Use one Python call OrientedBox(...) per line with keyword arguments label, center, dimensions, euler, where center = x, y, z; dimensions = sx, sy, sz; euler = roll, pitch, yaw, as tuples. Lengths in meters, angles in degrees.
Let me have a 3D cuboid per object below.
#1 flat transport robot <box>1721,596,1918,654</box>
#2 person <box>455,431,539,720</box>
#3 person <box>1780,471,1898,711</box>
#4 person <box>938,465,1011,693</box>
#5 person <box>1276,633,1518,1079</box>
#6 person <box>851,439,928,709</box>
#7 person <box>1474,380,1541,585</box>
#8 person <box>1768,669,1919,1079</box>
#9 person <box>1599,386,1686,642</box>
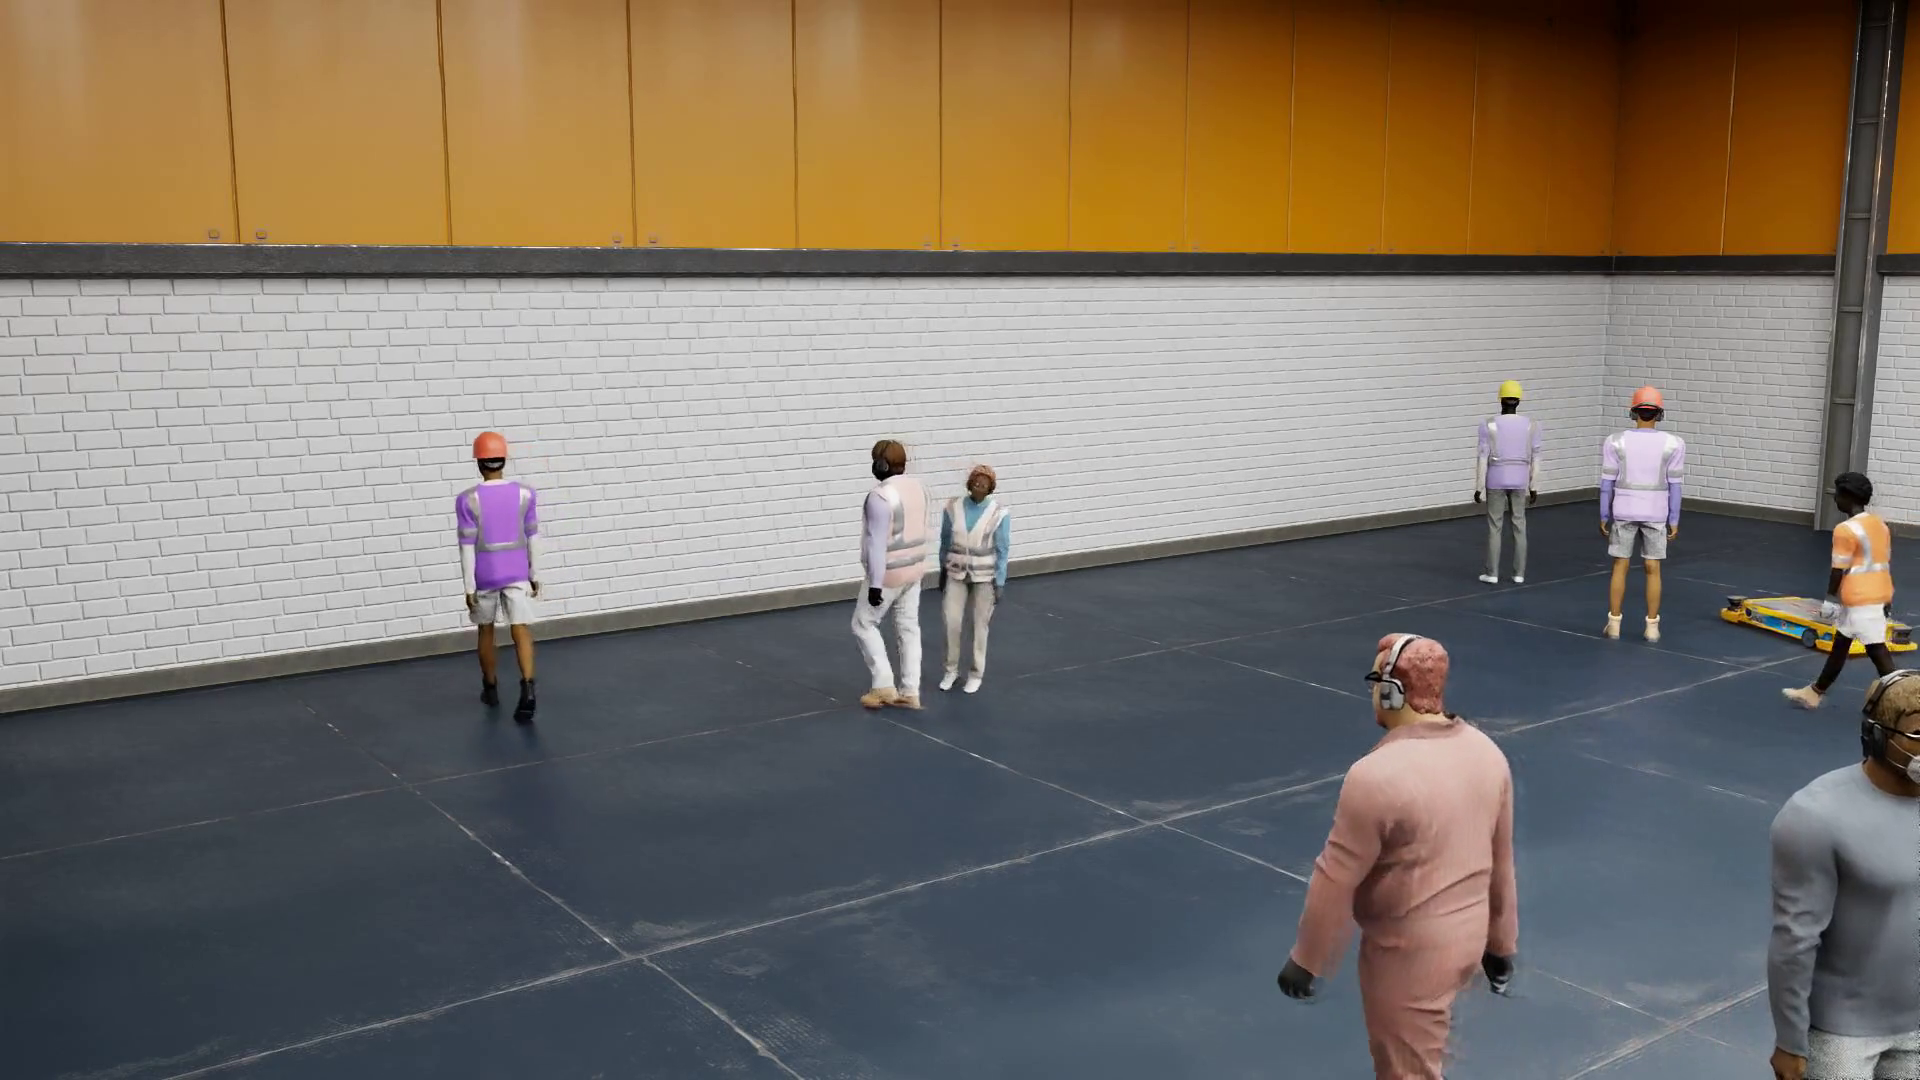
OrientedBox(label="flat transport robot", center=(6.866, 0.661, 13.348), dimensions=(0.652, 0.197, 1.431), euler=(-2, 9, -12))
OrientedBox(label="person", center=(-3.030, 0.230, 10.998), dimensions=(0.548, 1.907, 0.938), euler=(-5, 10, -27))
OrientedBox(label="person", center=(5.839, 0.383, 10.835), dimensions=(0.531, 1.639, 0.843), euler=(-8, 13, -42))
OrientedBox(label="person", center=(0.090, 0.281, 11.593), dimensions=(0.567, 1.603, 0.370), euler=(3, 10, 18))
OrientedBox(label="person", center=(1.302, 1.213, 5.007), dimensions=(0.679, 1.880, 0.708), euler=(-8, 12, -41))
OrientedBox(label="person", center=(-0.484, 0.238, 11.173), dimensions=(0.518, 1.825, 0.659), euler=(5, 11, 30))
OrientedBox(label="person", center=(5.139, -0.538, 15.656), dimensions=(0.594, 1.924, 0.381), euler=(0, 9, 2))
OrientedBox(label="person", center=(2.411, 1.281, 4.403), dimensions=(0.629, 1.939, 0.372), euler=(-3, 10, -15))
OrientedBox(label="person", center=(5.428, -0.208, 13.282), dimensions=(0.607, 2.037, 0.394), euler=(4, 10, 22))
